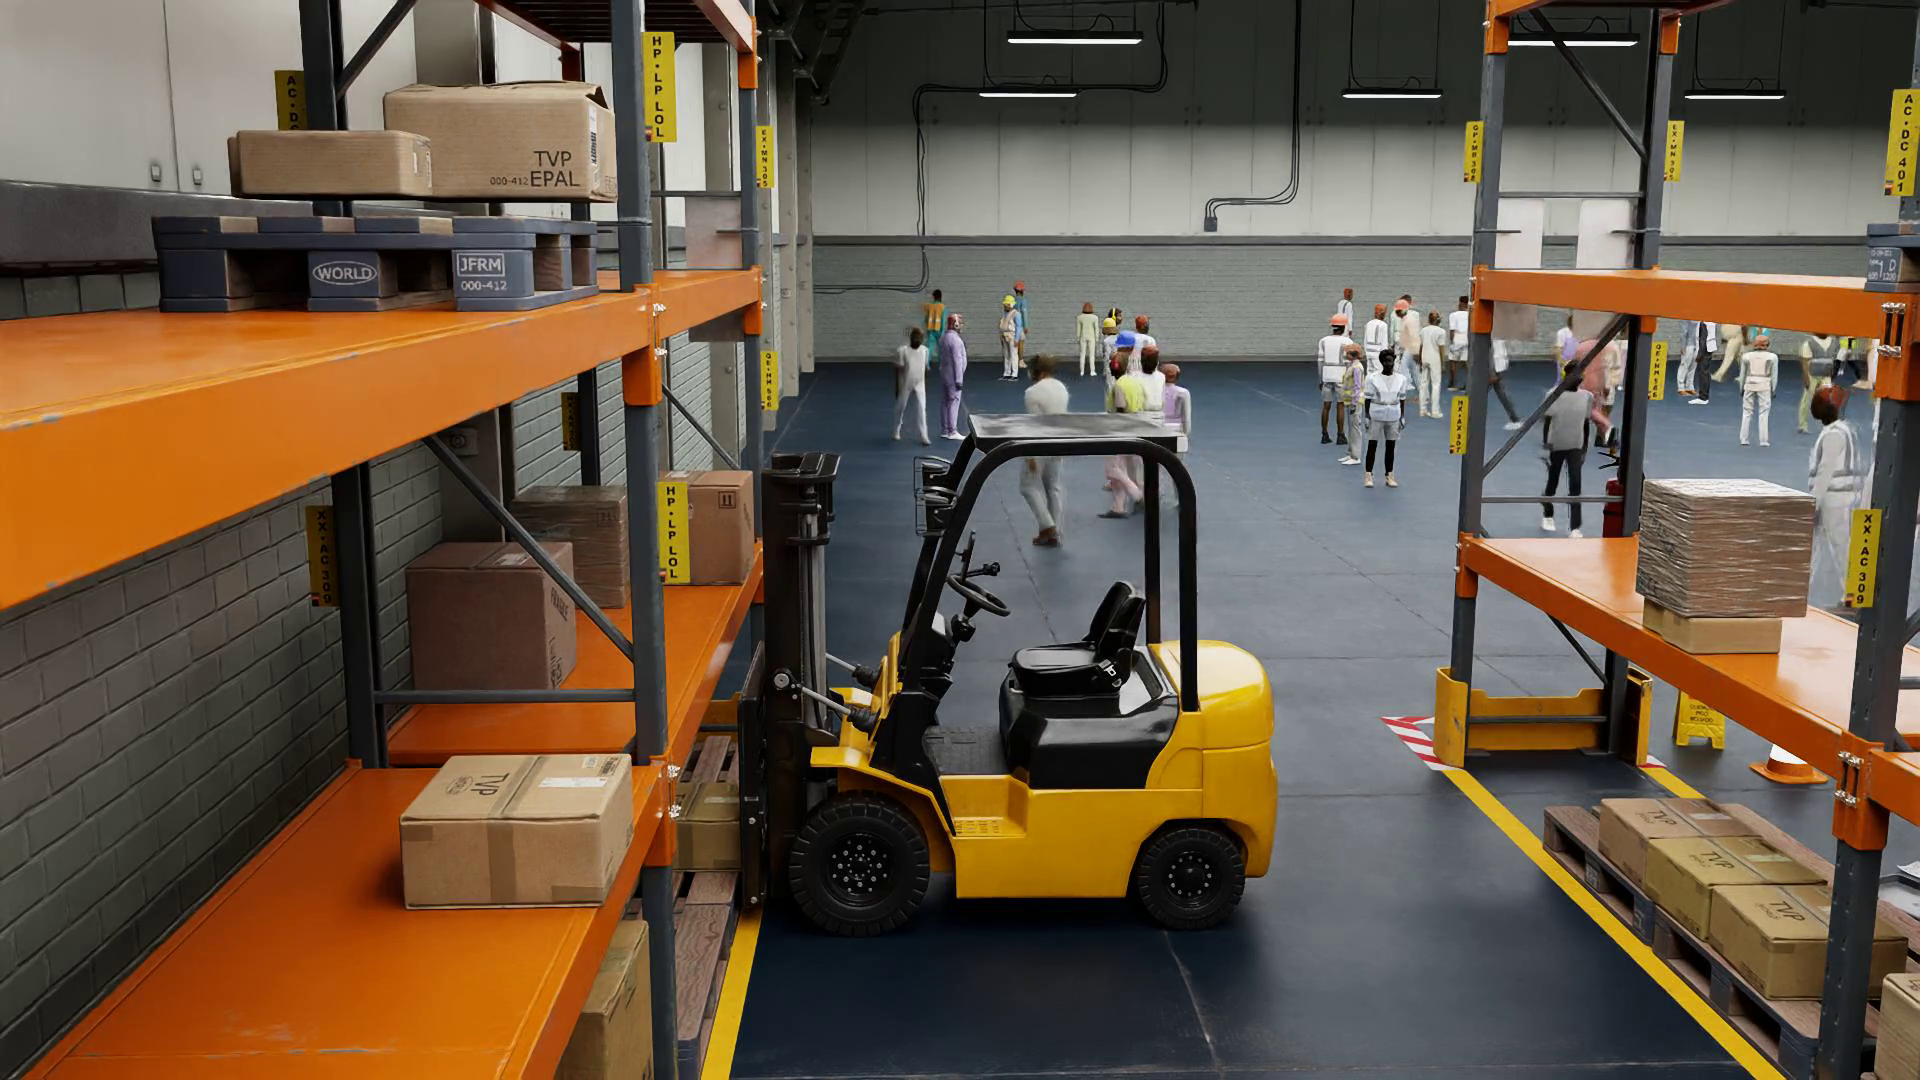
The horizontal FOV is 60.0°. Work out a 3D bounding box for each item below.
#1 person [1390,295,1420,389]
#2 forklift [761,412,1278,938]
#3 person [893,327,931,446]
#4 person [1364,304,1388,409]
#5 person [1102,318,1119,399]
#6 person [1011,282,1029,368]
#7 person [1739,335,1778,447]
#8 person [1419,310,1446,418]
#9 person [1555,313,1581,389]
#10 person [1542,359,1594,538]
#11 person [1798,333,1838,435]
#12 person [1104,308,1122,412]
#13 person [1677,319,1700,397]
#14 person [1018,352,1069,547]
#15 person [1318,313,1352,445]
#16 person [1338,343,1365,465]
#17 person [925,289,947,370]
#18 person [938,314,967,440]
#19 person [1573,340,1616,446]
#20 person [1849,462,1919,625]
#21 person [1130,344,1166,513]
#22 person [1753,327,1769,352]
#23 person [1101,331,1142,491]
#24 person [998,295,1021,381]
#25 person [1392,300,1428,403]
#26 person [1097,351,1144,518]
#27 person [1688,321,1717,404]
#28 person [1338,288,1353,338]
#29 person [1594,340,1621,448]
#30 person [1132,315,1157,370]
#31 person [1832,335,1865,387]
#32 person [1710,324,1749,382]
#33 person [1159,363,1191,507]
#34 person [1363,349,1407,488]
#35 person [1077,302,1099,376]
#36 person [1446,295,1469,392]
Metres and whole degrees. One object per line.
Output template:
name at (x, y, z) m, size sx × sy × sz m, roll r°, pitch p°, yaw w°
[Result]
person at (9.012, -4.005, 33.719) m, size 0.593 × 1.917 × 0.392 m, roll 6°, pitch 12°, yaw 30°
forklift at (0.291, 0.548, 7.580) m, size 2.313 × 2.155 × 1.214 m, roll 0°, pitch 10°, yaw -2°
person at (-0.747, -2.304, 24.753) m, size 0.537 × 1.754 × 1.131 m, roll -4°, pitch 11°, yaw -22°
person at (7.424, -3.262, 29.661) m, size 0.358 × 1.886 × 0.574 m, roll -4°, pitch 11°, yaw -21°
person at (2.472, -2.779, 27.374) m, size 0.322 × 1.741 × 0.490 m, roll 6°, pitch 12°, yaw 32°
person at (1.406, -5.090, 39.412) m, size 0.378 × 2.044 × 0.608 m, roll -8°, pitch 13°, yaw -39°
person at (11.689, -2.184, 24.380) m, size 0.519 × 1.633 × 0.314 m, roll 9°, pitch 13°, yaw 40°
person at (8.033, -2.978, 28.253) m, size 0.406 × 1.837 × 0.538 m, roll -7°, pitch 12°, yaw -34°
person at (10.391, -2.970, 28.318) m, size 0.498 × 1.785 × 0.996 m, roll 0°, pitch 10°, yaw -2°
person at (6.150, -0.934, 16.902) m, size 0.519 × 1.824 × 0.992 m, roll 1°, pitch 10°, yaw 8°
person at (13.220, -2.478, 25.539) m, size 0.594 × 1.788 × 0.952 m, roll -1°, pitch 10°, yaw -7°
person at (2.595, -2.981, 28.139) m, size 0.335 × 1.873 × 0.521 m, roll 1°, pitch 10°, yaw 6°
person at (14.203, -3.754, 32.255) m, size 0.629 × 1.940 × 0.376 m, roll -5°, pitch 11°, yaw -27°
person at (0.817, -0.871, 16.248) m, size 0.428 × 1.925 × 0.631 m, roll 9°, pitch 14°, yaw 42°
person at (5.557, -2.377, 24.588) m, size 0.547 × 1.938 × 0.378 m, roll 9°, pitch 13°, yaw 40°
person at (5.285, -1.827, 22.358) m, size 0.309 × 1.640 × 0.514 m, roll 1°, pitch 10°, yaw 6°
person at (-0.579, -4.903, 38.812) m, size 0.588 × 1.883 × 0.908 m, roll 5°, pitch 11°, yaw 25°
person at (-0.095, -2.465, 25.197) m, size 0.399 × 1.900 × 0.644 m, roll -4°, pitch 11°, yaw -21°
person at (9.068, -2.244, 23.987) m, size 0.651 × 1.886 × 0.725 m, roll -10°, pitch 14°, yaw -44°
person at (6.149, 0.107, 11.050) m, size 0.389 × 1.837 × 0.560 m, roll 2°, pitch 10°, yaw 9°
person at (2.070, -1.233, 18.402) m, size 0.588 × 1.870 × 0.462 m, roll -8°, pitch 13°, yaw -36°
person at (16.601, -4.112, 34.554) m, size 0.355 × 1.836 × 0.514 m, roll 6°, pitch 12°, yaw 30°
person at (1.947, -1.551, 20.026) m, size 0.546 × 1.926 × 0.678 m, roll 0°, pitch 10°, yaw -2°
person at (1.065, -4.342, 35.825) m, size 0.404 × 1.835 × 0.587 m, roll -6°, pitch 12°, yaw -32°
person at (8.327, -3.488, 30.858) m, size 0.872 × 1.930 × 0.645 m, roll 1°, pitch 10°, yaw 4°
person at (1.773, -1.124, 17.937) m, size 0.476 × 1.815 × 0.571 m, roll 3°, pitch 11°, yaw 16°
person at (13.753, -3.469, 30.725) m, size 0.392 × 1.920 × 0.587 m, roll 7°, pitch 13°, yaw 36°
person at (9.232, -5.084, 39.846) m, size 0.370 × 1.879 × 0.584 m, roll -3°, pitch 11°, yaw -14°
person at (9.474, -2.299, 24.204) m, size 0.390 × 1.924 × 0.548 m, roll 6°, pitch 12°, yaw 28°
person at (2.736, -2.442, 25.105) m, size 0.575 × 1.883 × 0.355 m, roll 9°, pitch 14°, yaw 42°
person at (18.234, -3.957, 34.182) m, size 0.840 × 1.655 × 0.540 m, roll 6°, pitch 12°, yaw 31°
person at (16.466, -4.377, 35.442) m, size 1.041 × 2.000 × 0.756 m, roll 1°, pitch 10°, yaw 4°
person at (2.356, -1.177, 18.760) m, size 0.525 × 1.630 × 0.358 m, roll 4°, pitch 11°, yaw 20°
person at (5.167, -1.478, 20.250) m, size 0.532 × 1.697 × 0.320 m, roll -1°, pitch 10°, yaw -3°
person at (2.857, -4.495, 37.229) m, size 0.500 × 1.636 × 0.280 m, roll 3°, pitch 11°, yaw 16°
person at (10.025, -3.922, 33.259) m, size 0.631 × 1.904 × 0.889 m, roll -1°, pitch 10°, yaw -7°
